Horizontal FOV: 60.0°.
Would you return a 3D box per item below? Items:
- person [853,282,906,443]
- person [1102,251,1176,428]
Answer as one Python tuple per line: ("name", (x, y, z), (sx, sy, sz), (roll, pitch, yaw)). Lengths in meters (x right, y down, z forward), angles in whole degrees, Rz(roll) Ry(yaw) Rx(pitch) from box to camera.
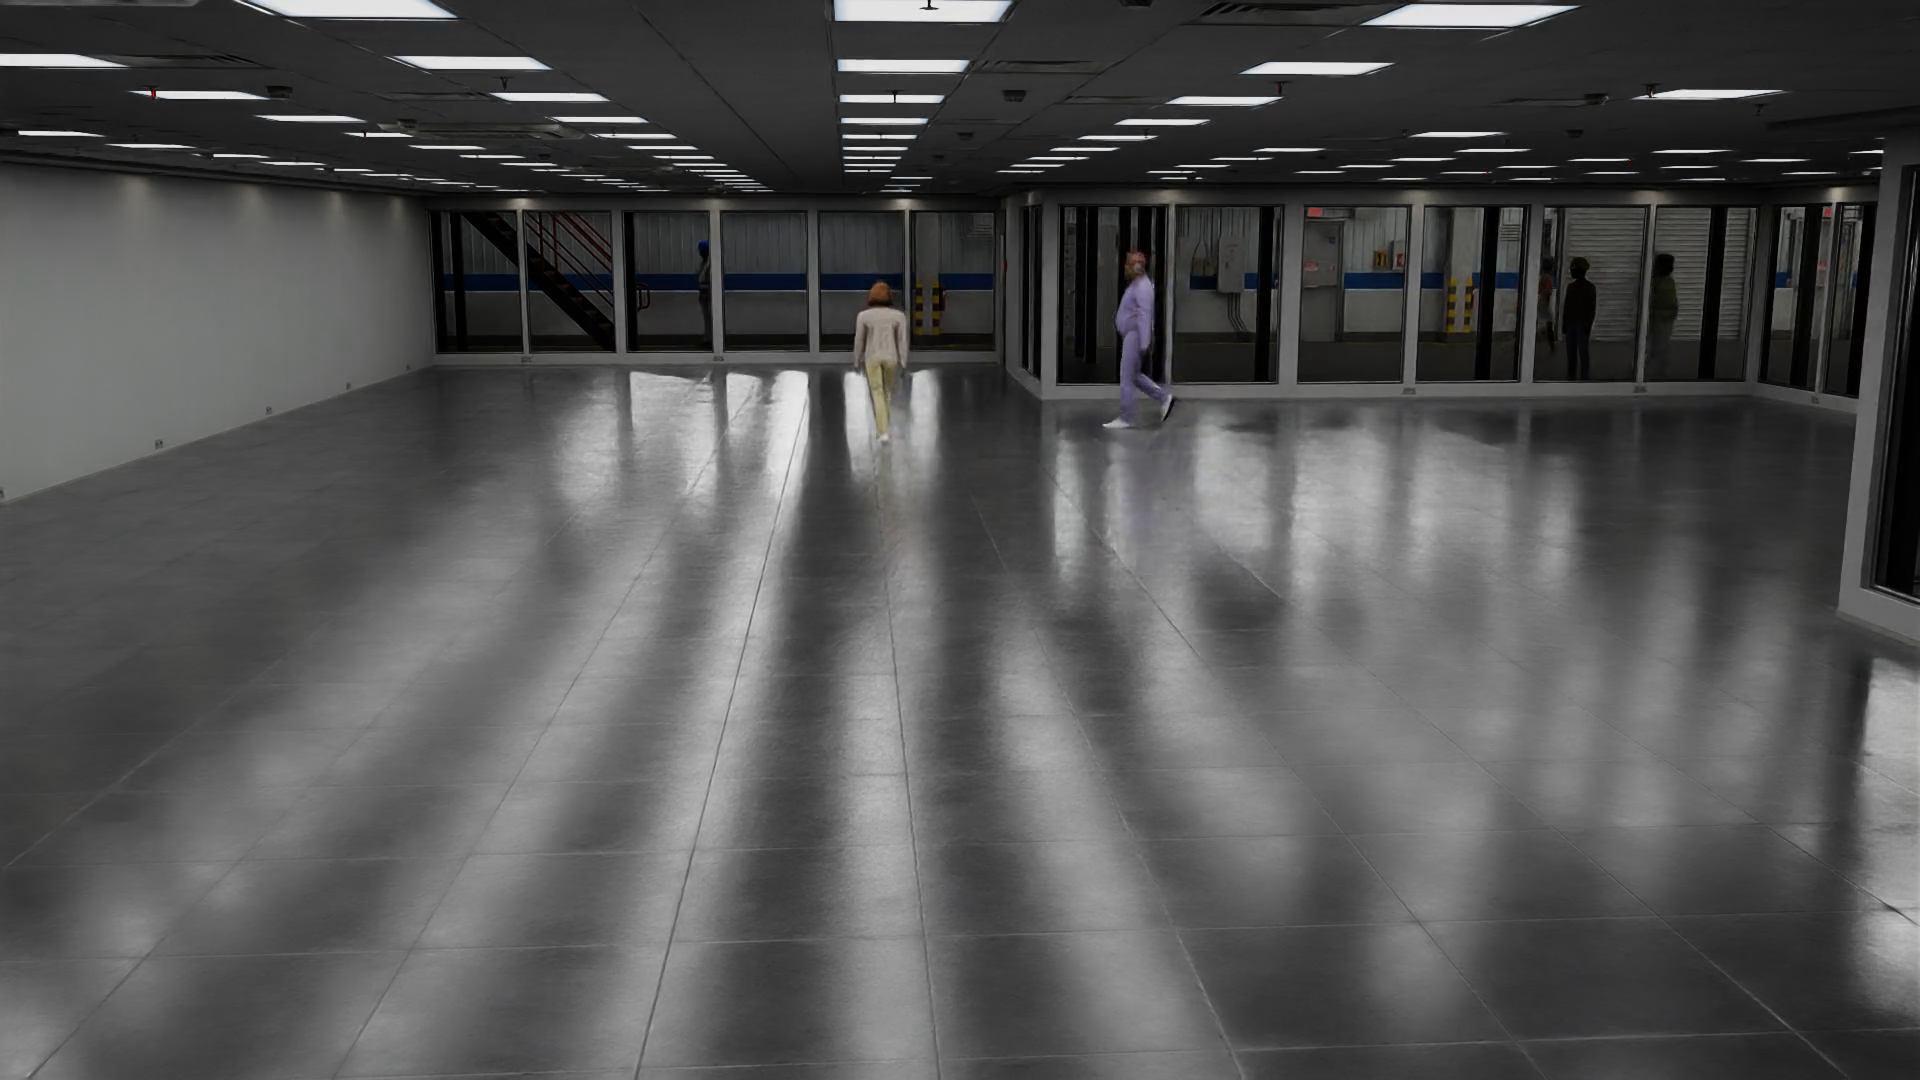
("person", (-0.798, -1.771, 16.598), (0.512, 1.589, 0.841), (-3, 11, -16))
("person", (1.910, -2.123, 17.672), (0.710, 1.889, 0.655), (0, 11, 2))
